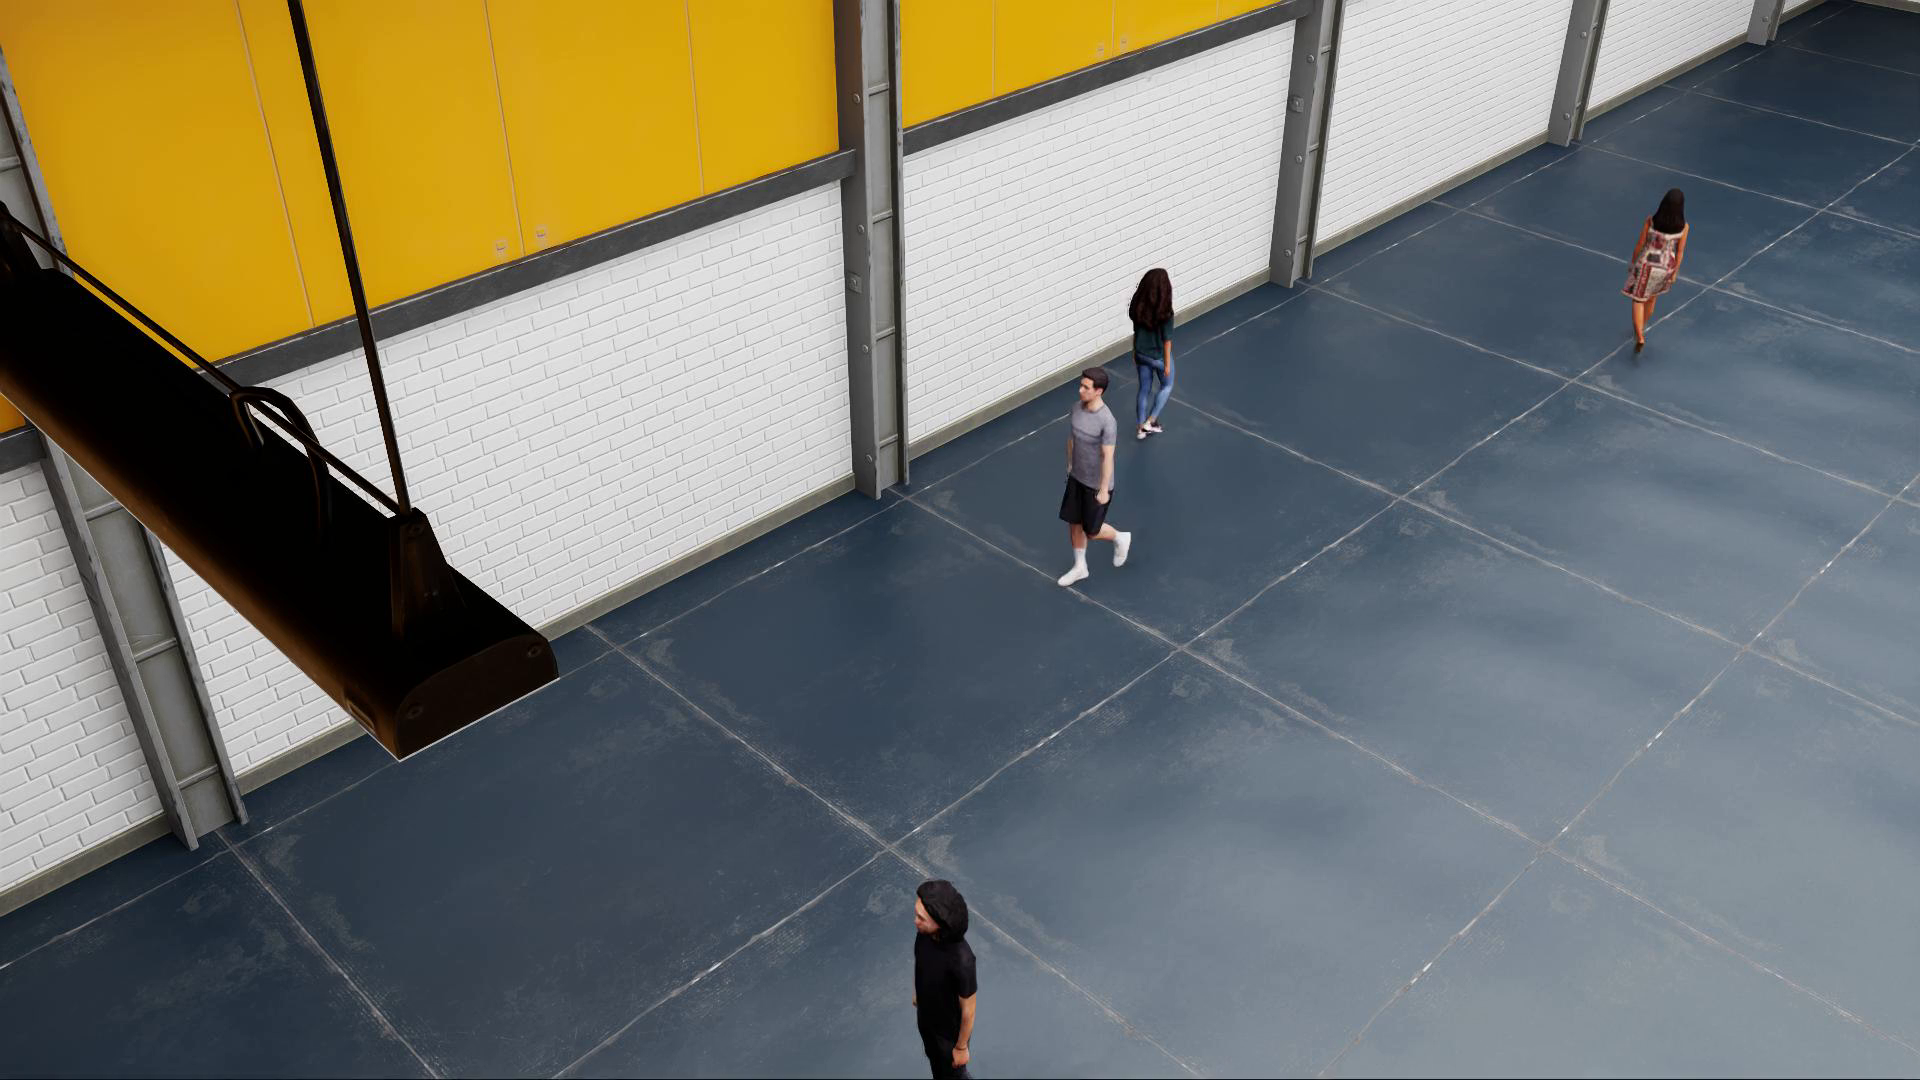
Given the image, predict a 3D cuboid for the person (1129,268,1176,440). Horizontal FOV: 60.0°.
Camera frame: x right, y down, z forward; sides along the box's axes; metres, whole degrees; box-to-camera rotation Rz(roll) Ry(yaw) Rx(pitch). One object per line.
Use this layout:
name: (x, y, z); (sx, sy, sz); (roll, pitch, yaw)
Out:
person: (1.654, -1.604, 14.683); (0.624, 1.605, 0.637); (23, 40, 30)

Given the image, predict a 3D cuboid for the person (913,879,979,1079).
person: (-0.072, 2.394, 8.462); (0.615, 1.833, 0.692); (-17, 37, -24)

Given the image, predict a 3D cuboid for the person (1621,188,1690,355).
person: (6.740, -2.593, 16.155); (0.982, 1.623, 1.136); (6, 34, 10)

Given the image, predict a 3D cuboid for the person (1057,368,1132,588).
person: (1.081, -0.489, 12.781); (0.923, 1.854, 0.738); (-22, 40, -30)
